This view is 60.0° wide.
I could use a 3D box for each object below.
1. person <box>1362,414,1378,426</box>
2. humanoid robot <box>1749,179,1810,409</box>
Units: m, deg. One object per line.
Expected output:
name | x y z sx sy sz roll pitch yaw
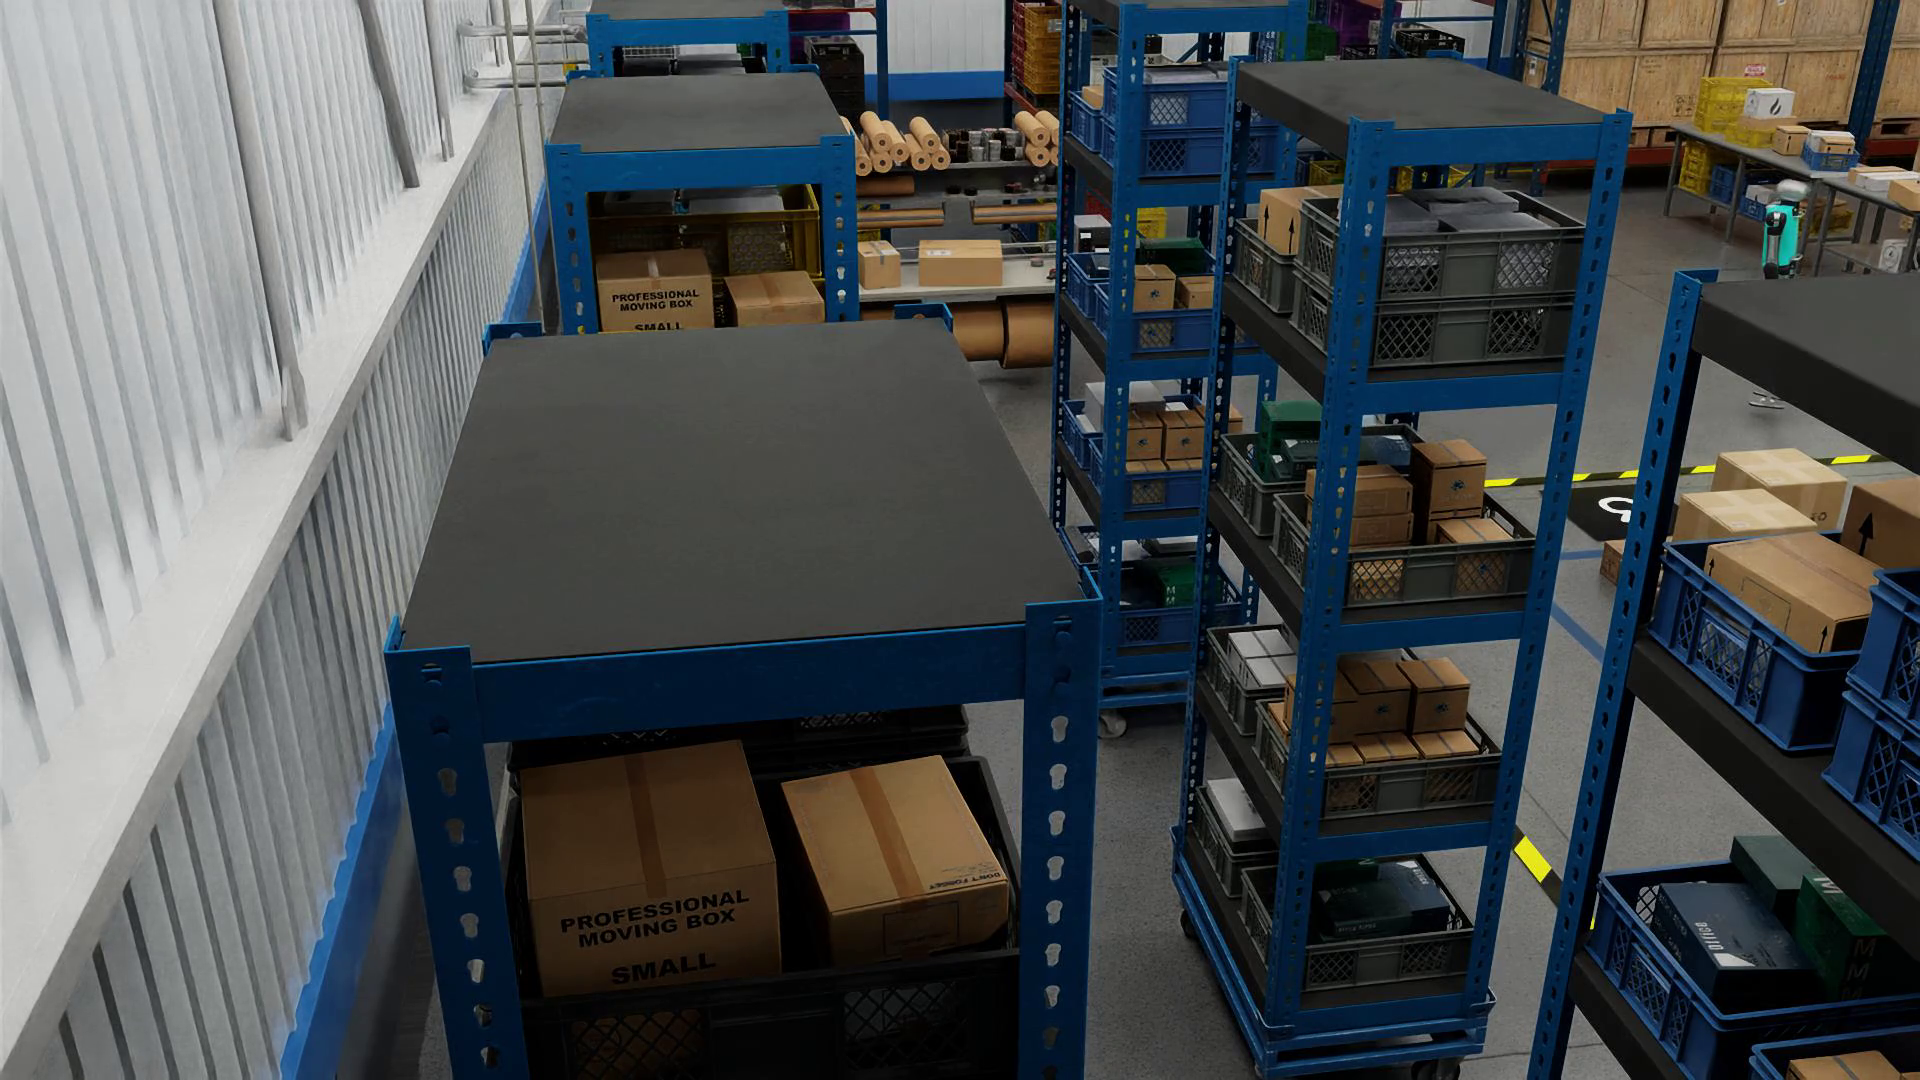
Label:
person | 1.811 0.184 8.004 0.589 1.852 0.365 -2 25 -5
humanoid robot | 6.204 -1.778 12.240 0.735 1.681 0.533 17 30 32
